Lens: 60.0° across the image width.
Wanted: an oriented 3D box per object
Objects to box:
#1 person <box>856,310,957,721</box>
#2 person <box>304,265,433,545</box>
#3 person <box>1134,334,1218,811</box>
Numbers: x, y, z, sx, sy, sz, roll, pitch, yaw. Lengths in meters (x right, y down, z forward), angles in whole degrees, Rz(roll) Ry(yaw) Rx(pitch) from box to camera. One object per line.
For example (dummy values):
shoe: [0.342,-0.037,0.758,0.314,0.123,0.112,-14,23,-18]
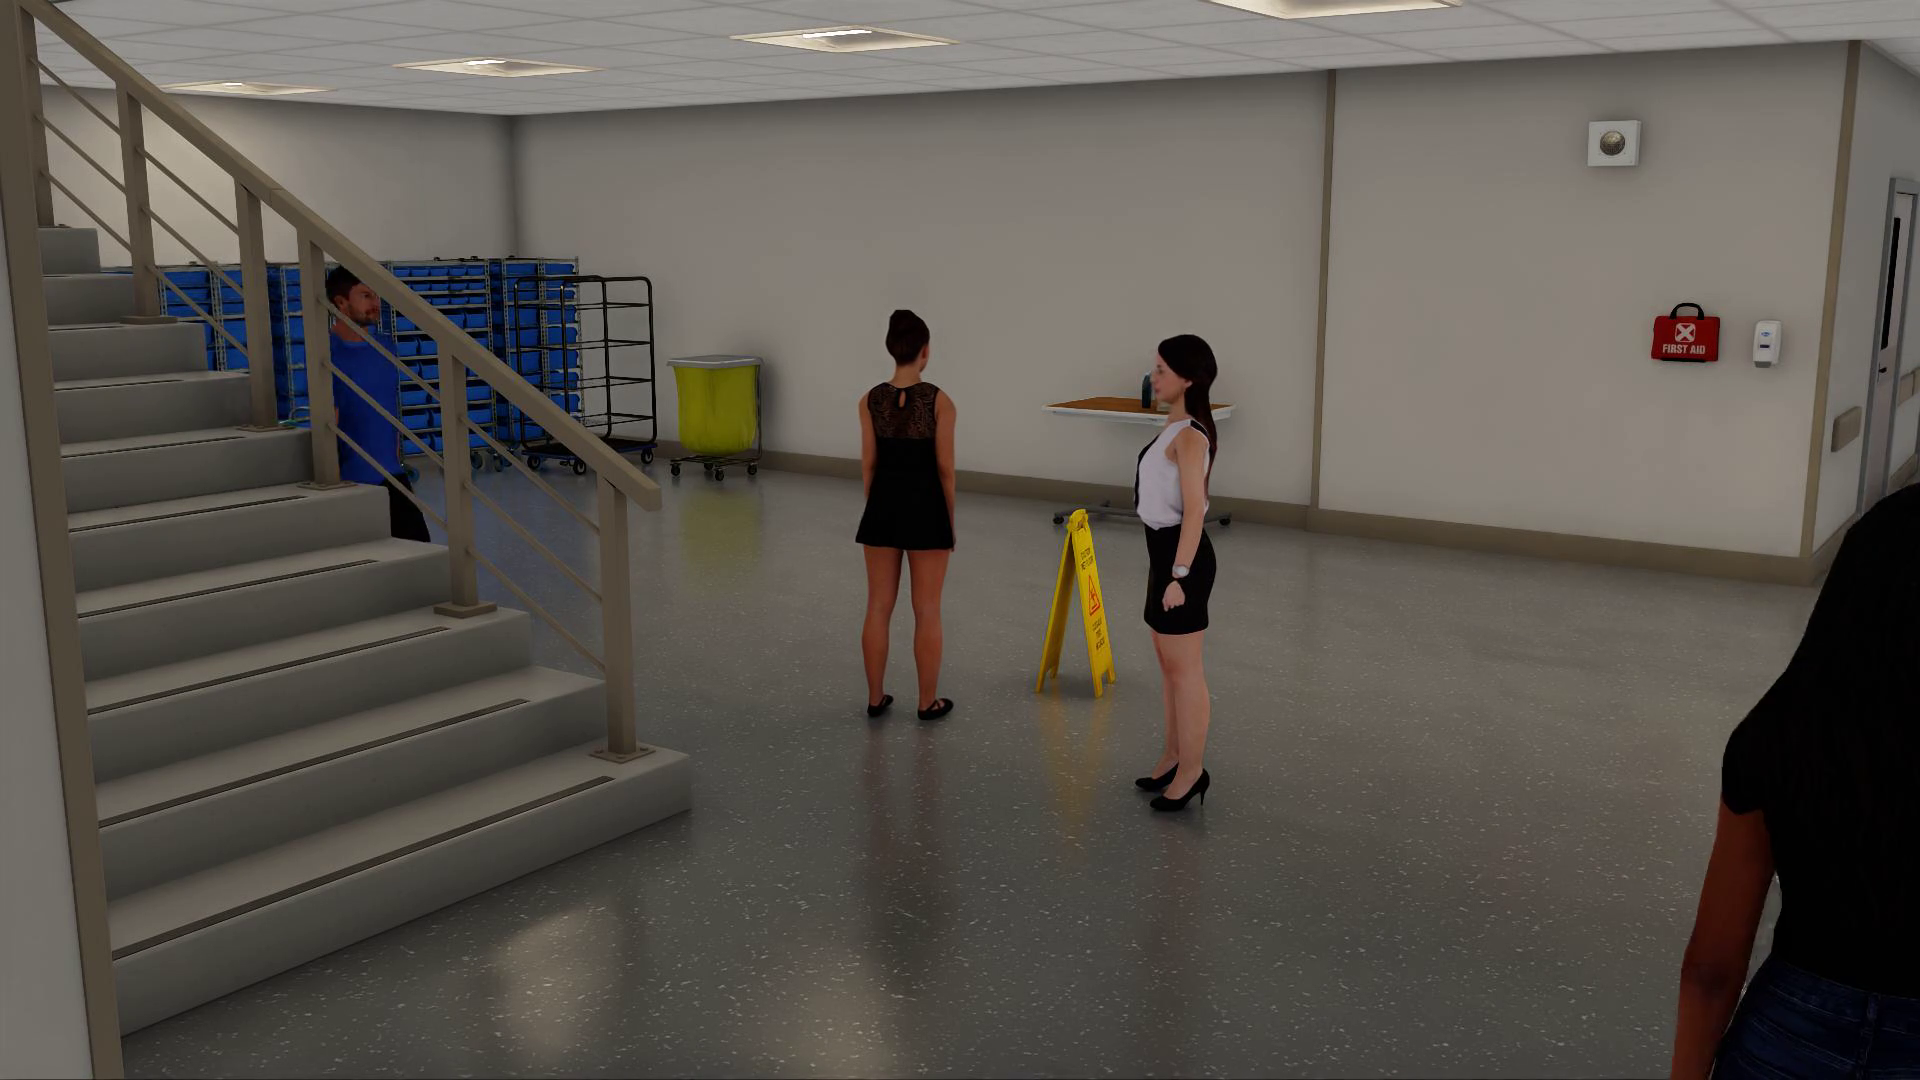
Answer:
person: [-0.222,-0.100,6.821,0.609,1.679,0.720,3,11,14]
person: [-2.573,-0.210,6.970,1.017,1.840,0.698,6,12,29]
person: [0.758,0.113,5.781,0.678,1.650,0.633,-1,11,-4]
